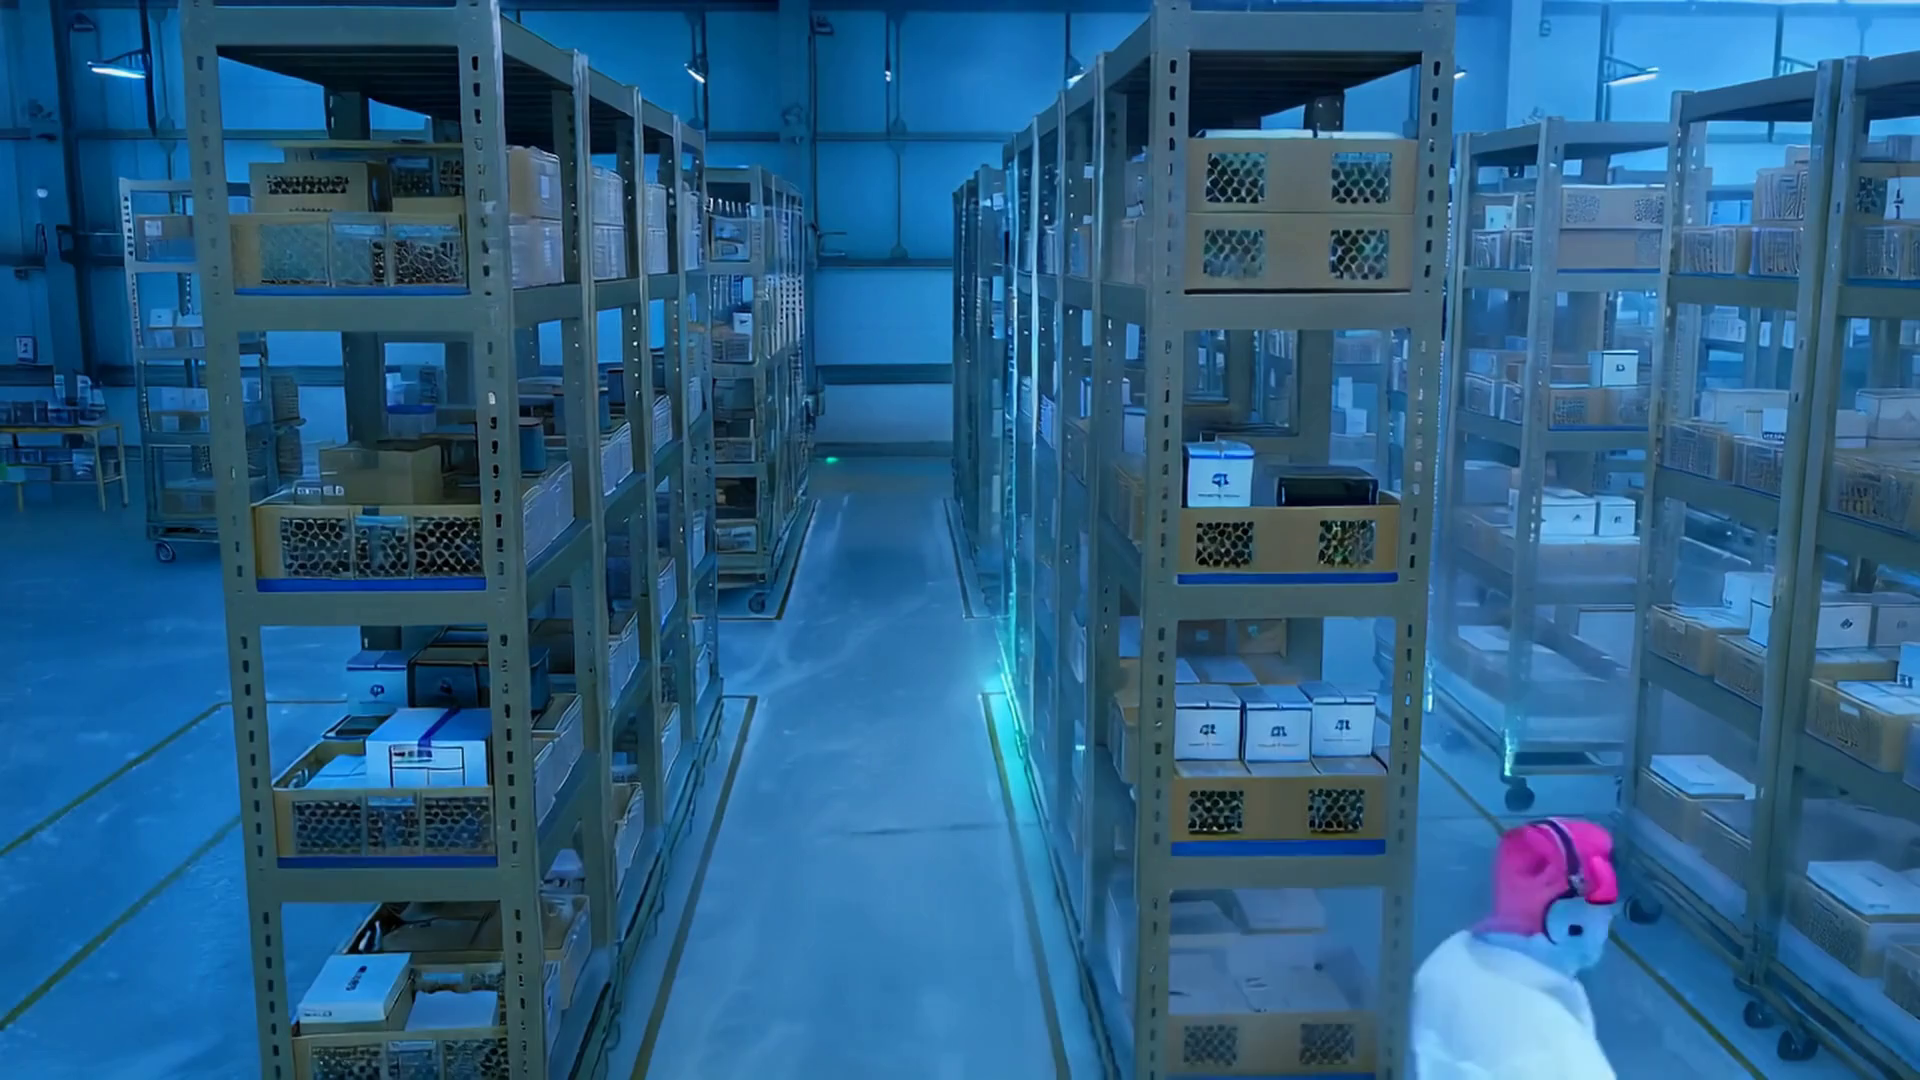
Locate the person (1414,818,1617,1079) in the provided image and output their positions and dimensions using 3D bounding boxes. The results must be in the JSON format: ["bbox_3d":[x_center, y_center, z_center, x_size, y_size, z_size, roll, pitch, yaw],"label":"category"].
[{"bbox_3d":[1.211,1.472,3.301,0.895,1.870,0.643,1,10,5],"label":"person"}]
